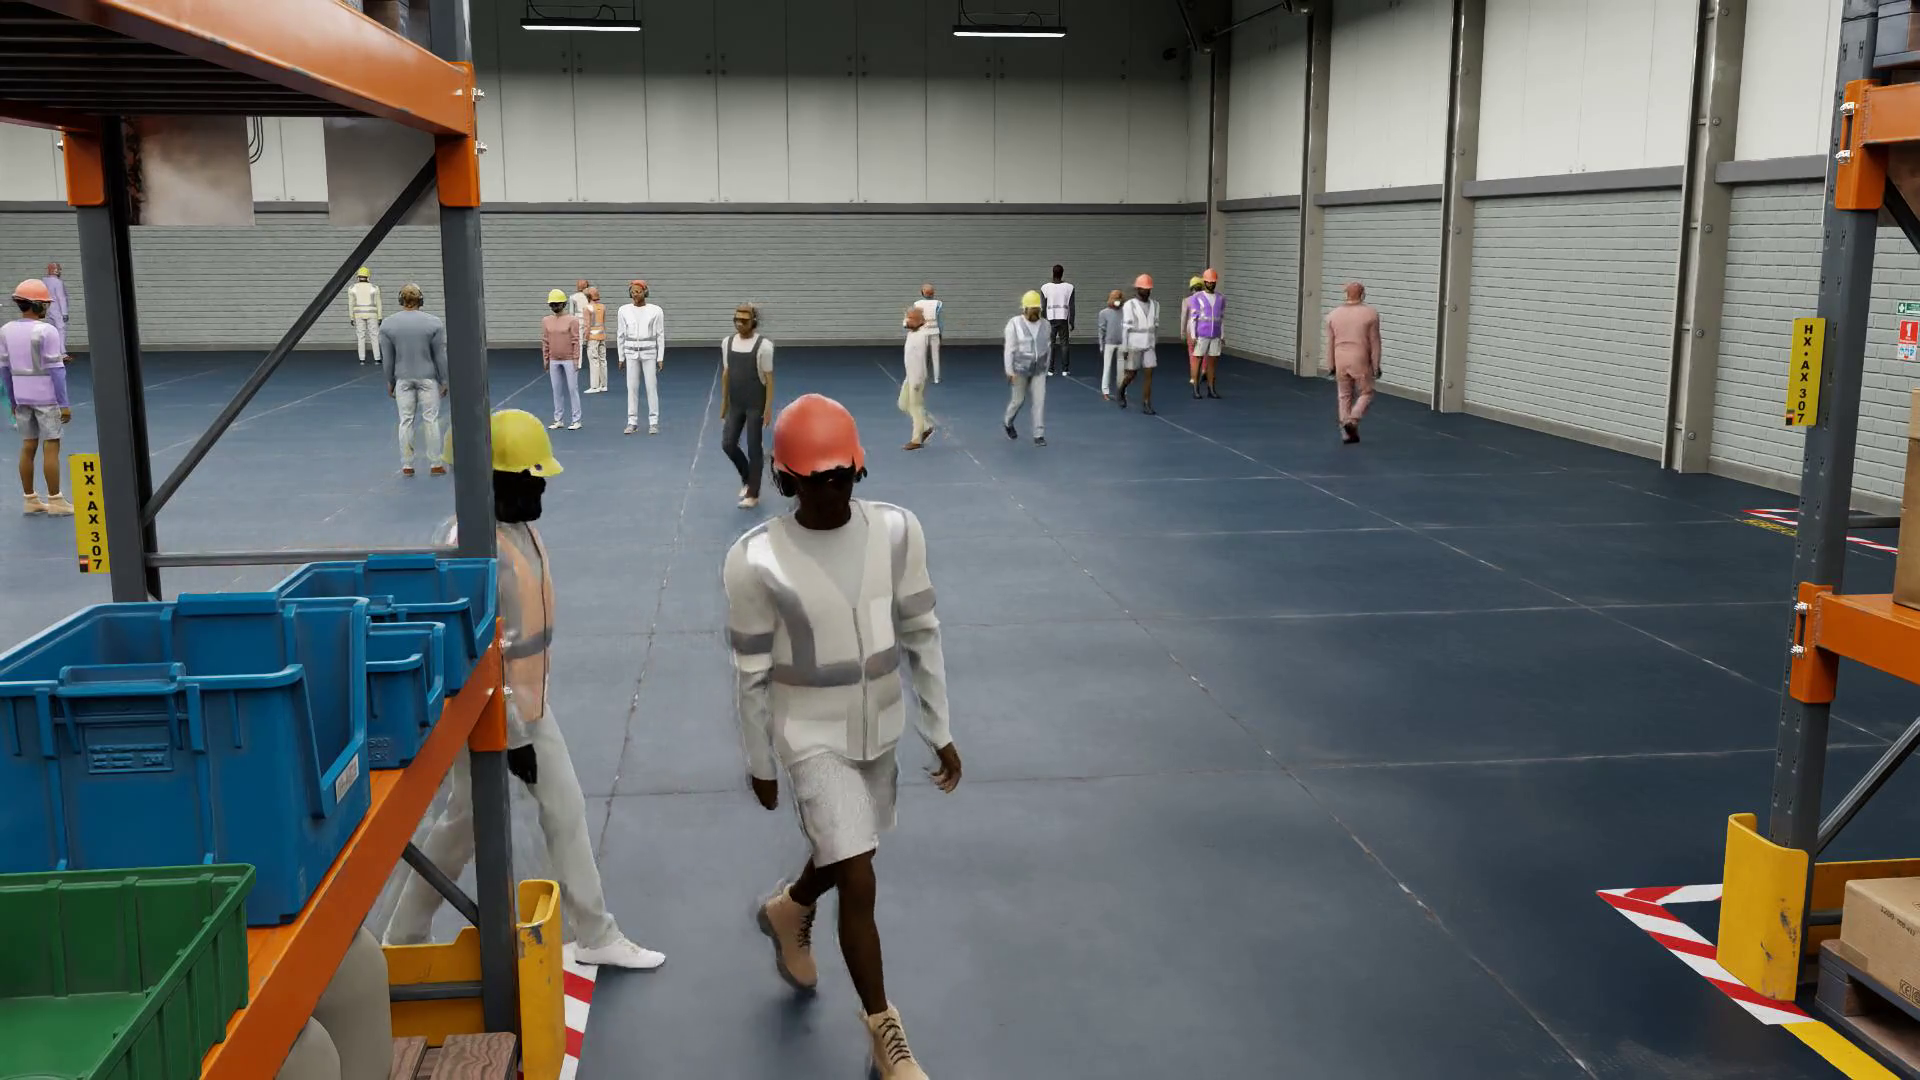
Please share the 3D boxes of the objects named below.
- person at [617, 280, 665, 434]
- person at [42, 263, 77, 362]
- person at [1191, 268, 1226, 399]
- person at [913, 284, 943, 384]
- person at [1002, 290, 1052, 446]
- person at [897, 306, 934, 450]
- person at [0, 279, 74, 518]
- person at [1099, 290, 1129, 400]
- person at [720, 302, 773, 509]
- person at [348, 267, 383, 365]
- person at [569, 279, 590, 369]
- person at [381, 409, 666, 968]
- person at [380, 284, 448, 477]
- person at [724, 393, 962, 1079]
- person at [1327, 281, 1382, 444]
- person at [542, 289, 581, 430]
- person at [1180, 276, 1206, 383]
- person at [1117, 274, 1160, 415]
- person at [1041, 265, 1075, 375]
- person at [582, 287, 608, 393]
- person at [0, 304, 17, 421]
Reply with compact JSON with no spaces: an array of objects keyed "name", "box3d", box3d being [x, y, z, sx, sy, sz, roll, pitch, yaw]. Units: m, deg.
[{"name":"person","box3d":[-3.904,-2.231,20.338,0.579,1.883,0.352,0,10,1]},{"name":"person","box3d":[-17.459,-4.405,32.191,0.651,1.906,0.401,6,12,31]},{"name":"person","box3d":[3.698,-3.058,24.721,0.551,1.934,0.373,-3,11,-16]},{"name":"person","box3d":[-0.518,-3.356,27.158,0.514,1.645,0.309,-3,11,-16]},{"name":"person","box3d":[0.753,-2.007,19.356,0.603,1.803,0.727,-4,11,-22]},{"name":"person","box3d":[-0.523,-1.821,18.774,0.361,1.621,0.517,-3,11,-14]},{"name":"person","box3d":[-7.920,-1.215,14.330,0.615,2.040,0.391,3,11,17]},{"name":"person","box3d":[2.297,-2.868,24.537,0.496,1.627,0.278,-2,11,-12]},{"name":"person","box3d":[-1.904,-1.191,14.772,0.544,1.833,0.406,4,11,21]},{"name":"person","box3d":[-11.210,-4.221,31.381,0.591,1.834,0.404,-2,11,-13]},{"name":"person","box3d":[-6.836,-3.922,30.272,0.522,1.640,0.306,-1,10,-6]},{"name":"person","box3d":[-1.481,0.517,5.332,0.920,1.884,0.592,1,10,7]},{"name":"person","box3d":[-5.453,-1.592,16.679,0.632,1.940,0.372,-1,10,-8]},{"name":"person","box3d":[-0.407,0.539,4.861,0.629,1.994,1.009,-7,12,-33]},{"name":"person","box3d":[4.547,-2.040,19.241,0.671,1.892,0.495,8,13,37]},{"name":"person","box3d":[-4.981,-2.248,20.778,0.518,1.756,0.343,3,11,15]},{"name":"person","box3d":[3.880,-3.448,27.341,0.554,1.751,0.364,-2,11,-13]},{"name":"person","box3d":[2.429,-2.674,22.701,0.552,1.917,0.749,-4,11,-22]},{"name":"person","box3d":[1.702,-3.815,28.915,0.597,1.921,0.382,0,10,0]},{"name":"person","box3d":[-5.633,-3.079,25.657,0.308,1.639,0.510,4,11,22]},{"name":"person","box3d":[-11.930,-2.181,20.515,0.896,1.718,0.539,-8,13,-37]}]
